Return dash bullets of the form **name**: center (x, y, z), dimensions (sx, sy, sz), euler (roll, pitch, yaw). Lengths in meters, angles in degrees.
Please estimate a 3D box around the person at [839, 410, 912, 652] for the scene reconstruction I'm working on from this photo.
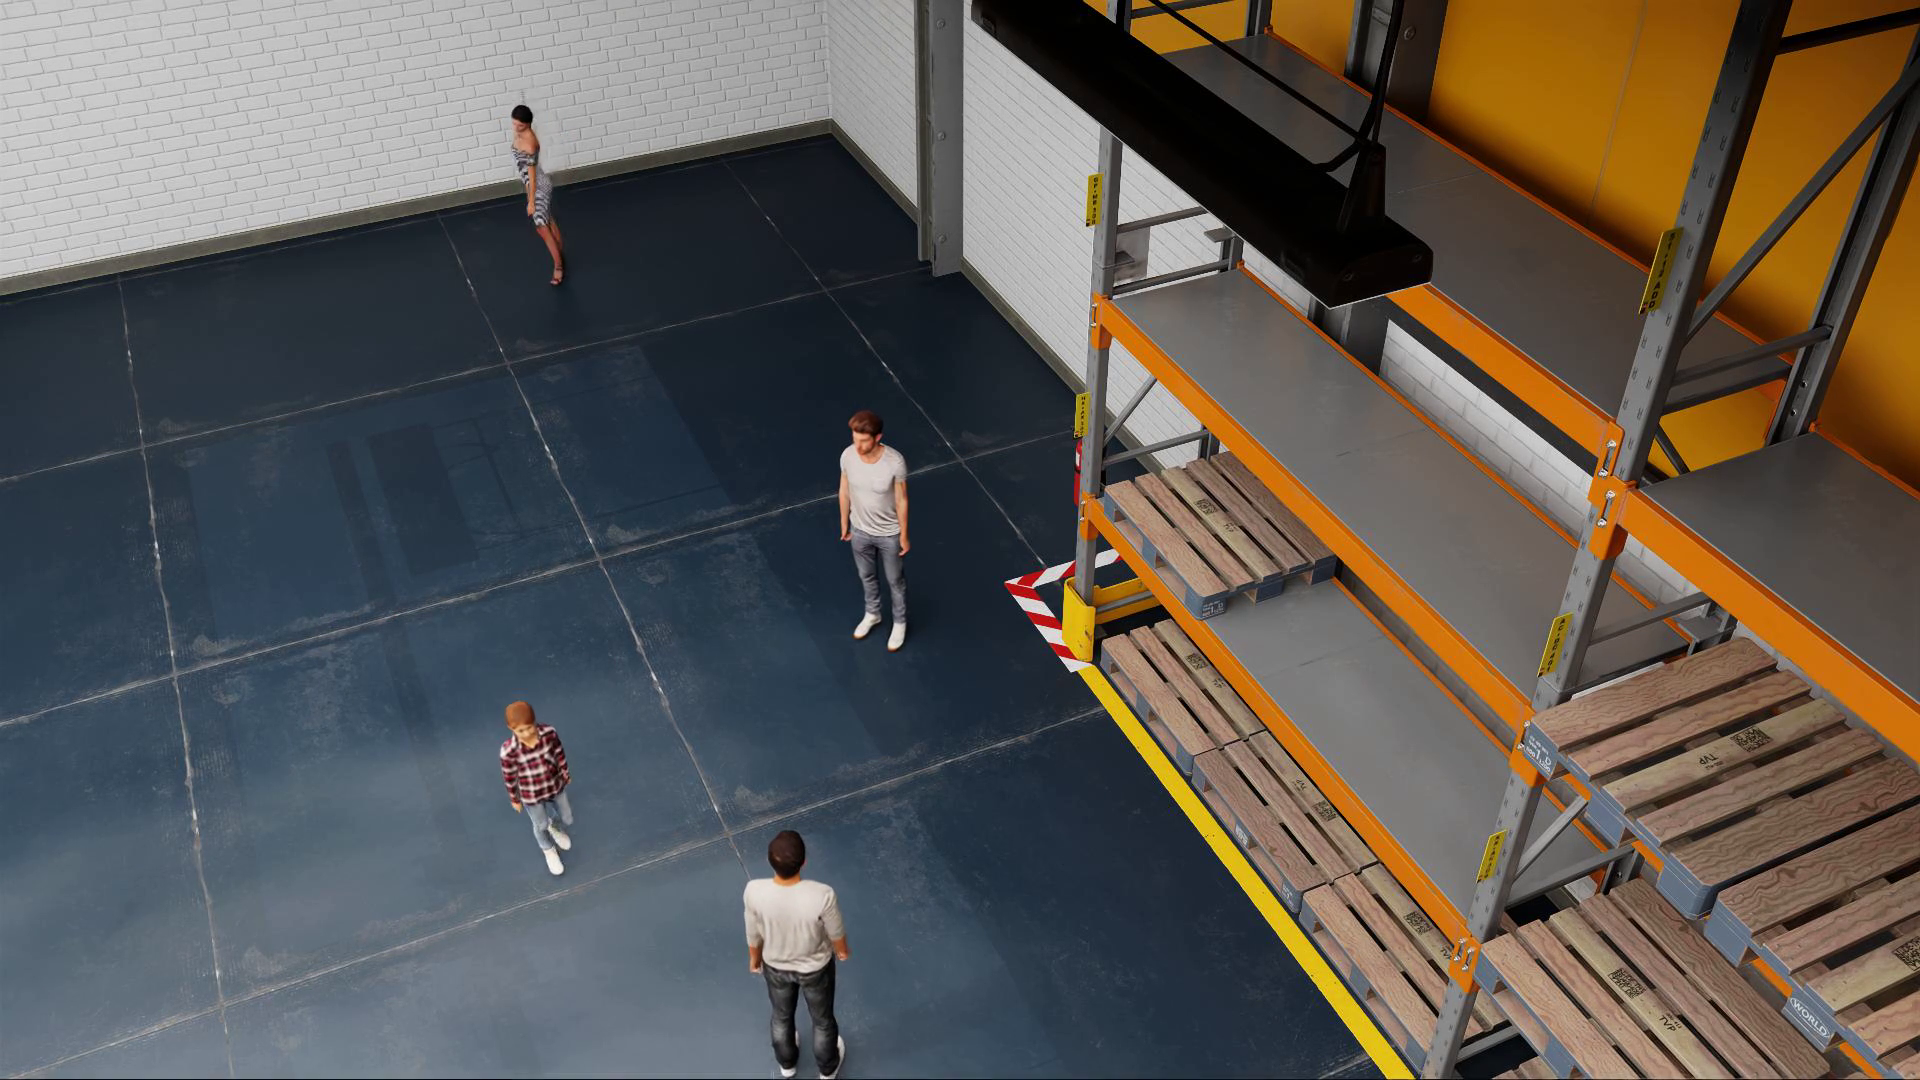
- **person**: center (-0.555, -0.099, 11.277), dimensions (0.753, 1.886, 0.809), euler (12, 40, 15)

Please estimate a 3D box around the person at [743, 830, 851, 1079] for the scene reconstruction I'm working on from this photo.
- **person**: center (-0.836, 2.155, 8.516), dimensions (0.731, 1.809, 0.728), euler (5, 39, 6)

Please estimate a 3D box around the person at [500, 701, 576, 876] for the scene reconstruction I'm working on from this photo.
- **person**: center (-2.515, 1.411, 9.857), dimensions (0.576, 1.299, 0.597), euler (-24, 44, -27)

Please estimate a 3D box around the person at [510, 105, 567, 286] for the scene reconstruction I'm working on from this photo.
- **person**: center (-3.829, -3.204, 15.237), dimensions (0.815, 1.796, 0.544), euler (-6, 39, -7)
